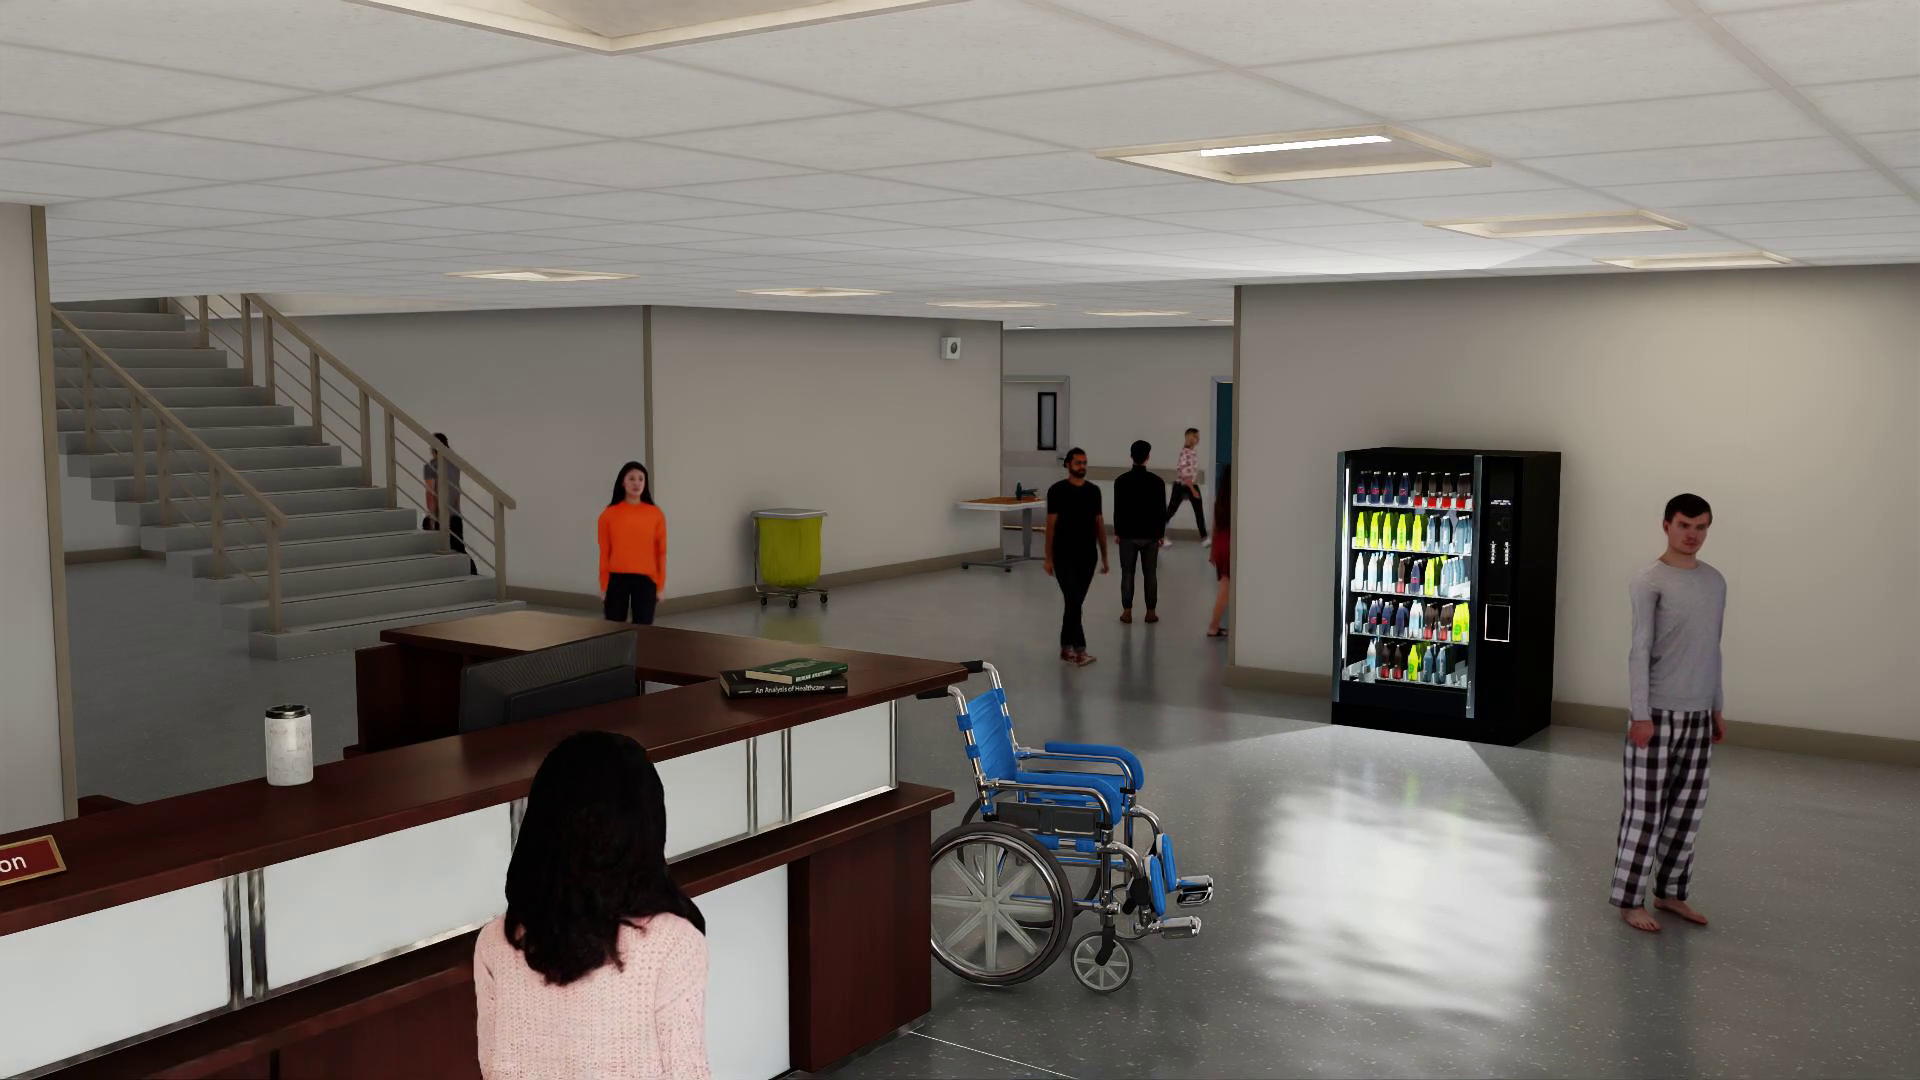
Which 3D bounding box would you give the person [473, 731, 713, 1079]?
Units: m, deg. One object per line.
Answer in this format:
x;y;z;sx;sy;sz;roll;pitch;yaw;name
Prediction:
-0.620;1.202;2.724;0.747;1.757;0.794;3;6;23;person

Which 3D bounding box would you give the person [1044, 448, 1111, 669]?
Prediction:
0.878;0.141;13.363;0.907;1.739;1.061;-3;6;-28;person

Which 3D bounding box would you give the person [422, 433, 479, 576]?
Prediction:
-5.138;-0.191;16.742;1.158;1.723;0.683;4;7;32;person

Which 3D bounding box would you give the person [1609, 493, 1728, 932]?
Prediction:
3.036;0.717;7.098;0.707;1.846;0.740;-2;6;-18;person

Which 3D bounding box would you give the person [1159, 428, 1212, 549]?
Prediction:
2.913;-0.651;22.058;1.216;1.575;0.688;5;8;42;person

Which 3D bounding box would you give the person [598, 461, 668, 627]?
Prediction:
-2.295;0.327;11.552;0.882;1.732;0.962;-2;6;-16;person

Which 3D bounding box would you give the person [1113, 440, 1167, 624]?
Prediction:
1.689;-0.083;15.673;0.655;1.723;0.784;1;6;6;person
